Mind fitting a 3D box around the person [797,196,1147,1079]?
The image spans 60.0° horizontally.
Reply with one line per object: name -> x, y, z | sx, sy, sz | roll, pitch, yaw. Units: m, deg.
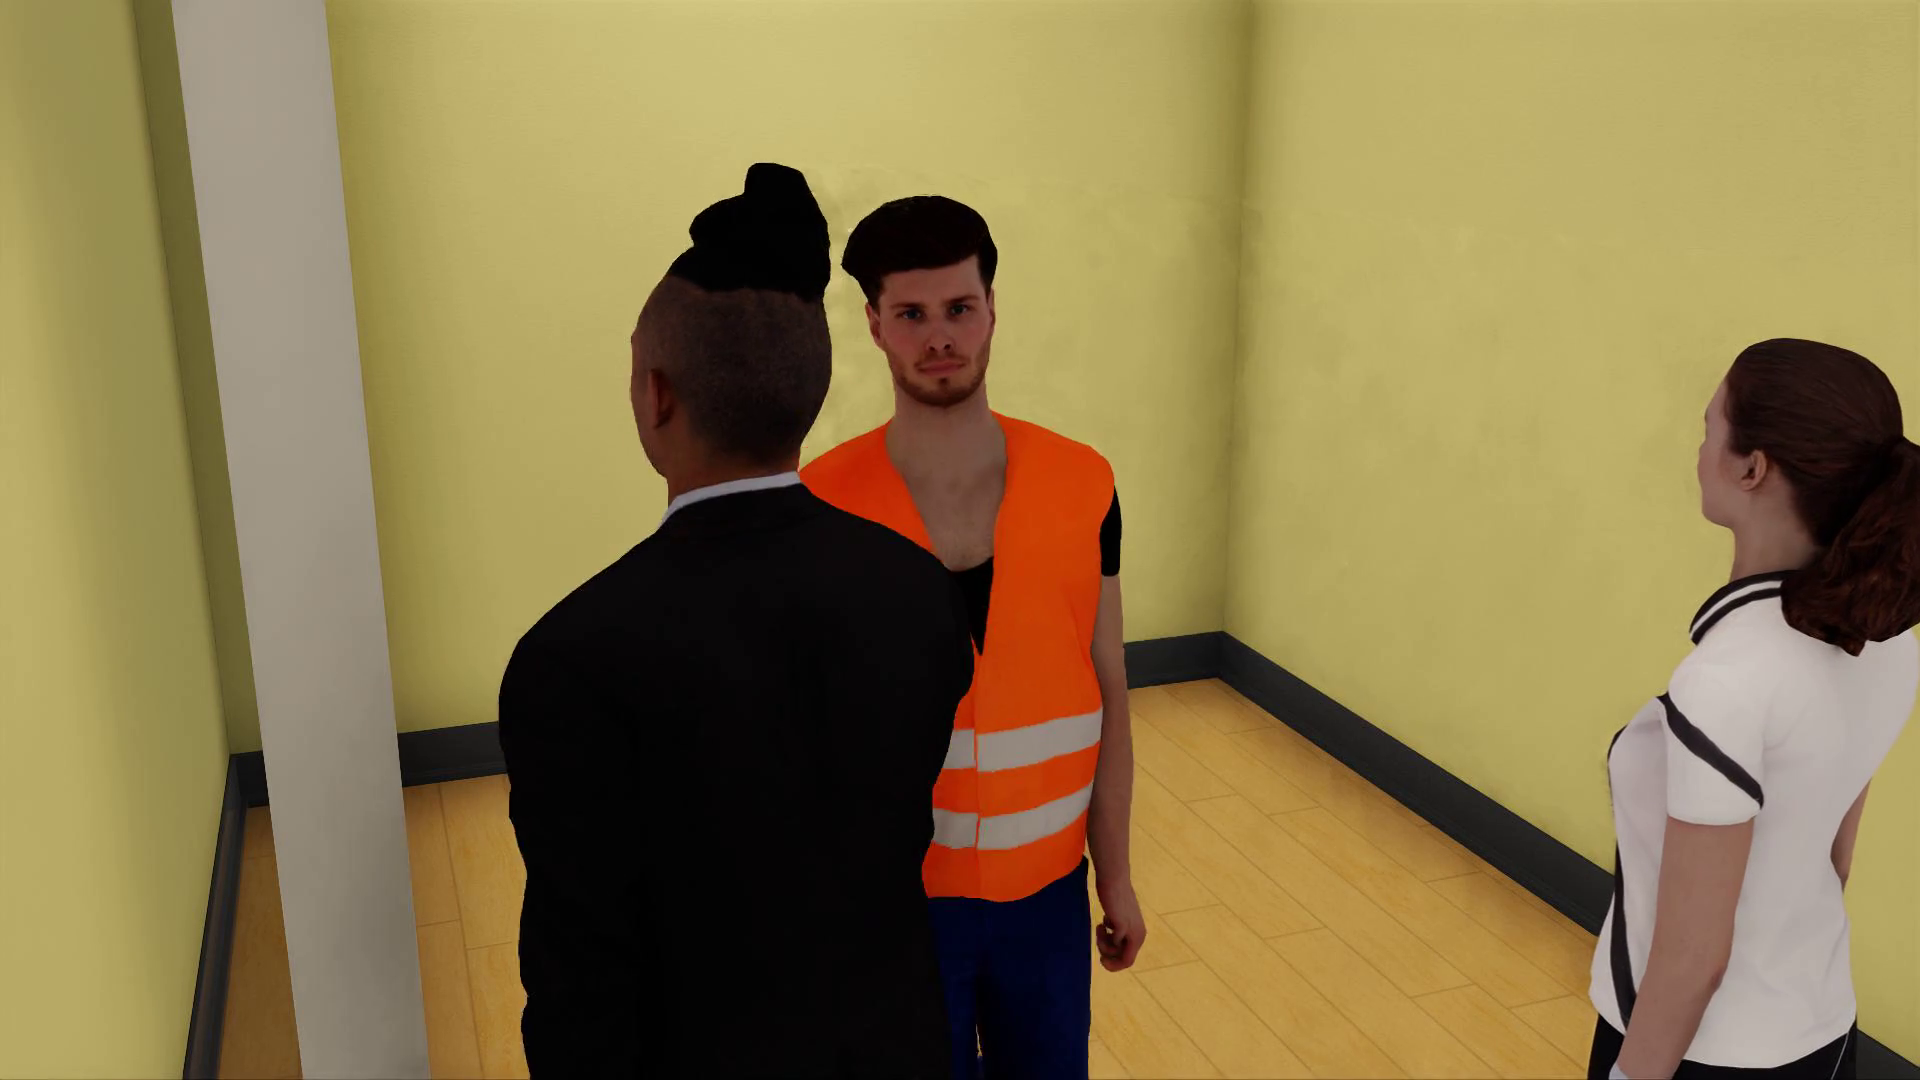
person -> -0.011, 0.449, 2.437 | 0.938, 1.869, 0.833 | -3, 16, -10

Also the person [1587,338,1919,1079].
person -> 0.922, 0.629, 2.013 | 0.579, 1.752, 0.687 | -11, 19, -34

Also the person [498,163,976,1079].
person -> -0.133, 0.618, 1.739 | 1.048, 1.922, 0.970 | -13, 20, -38
